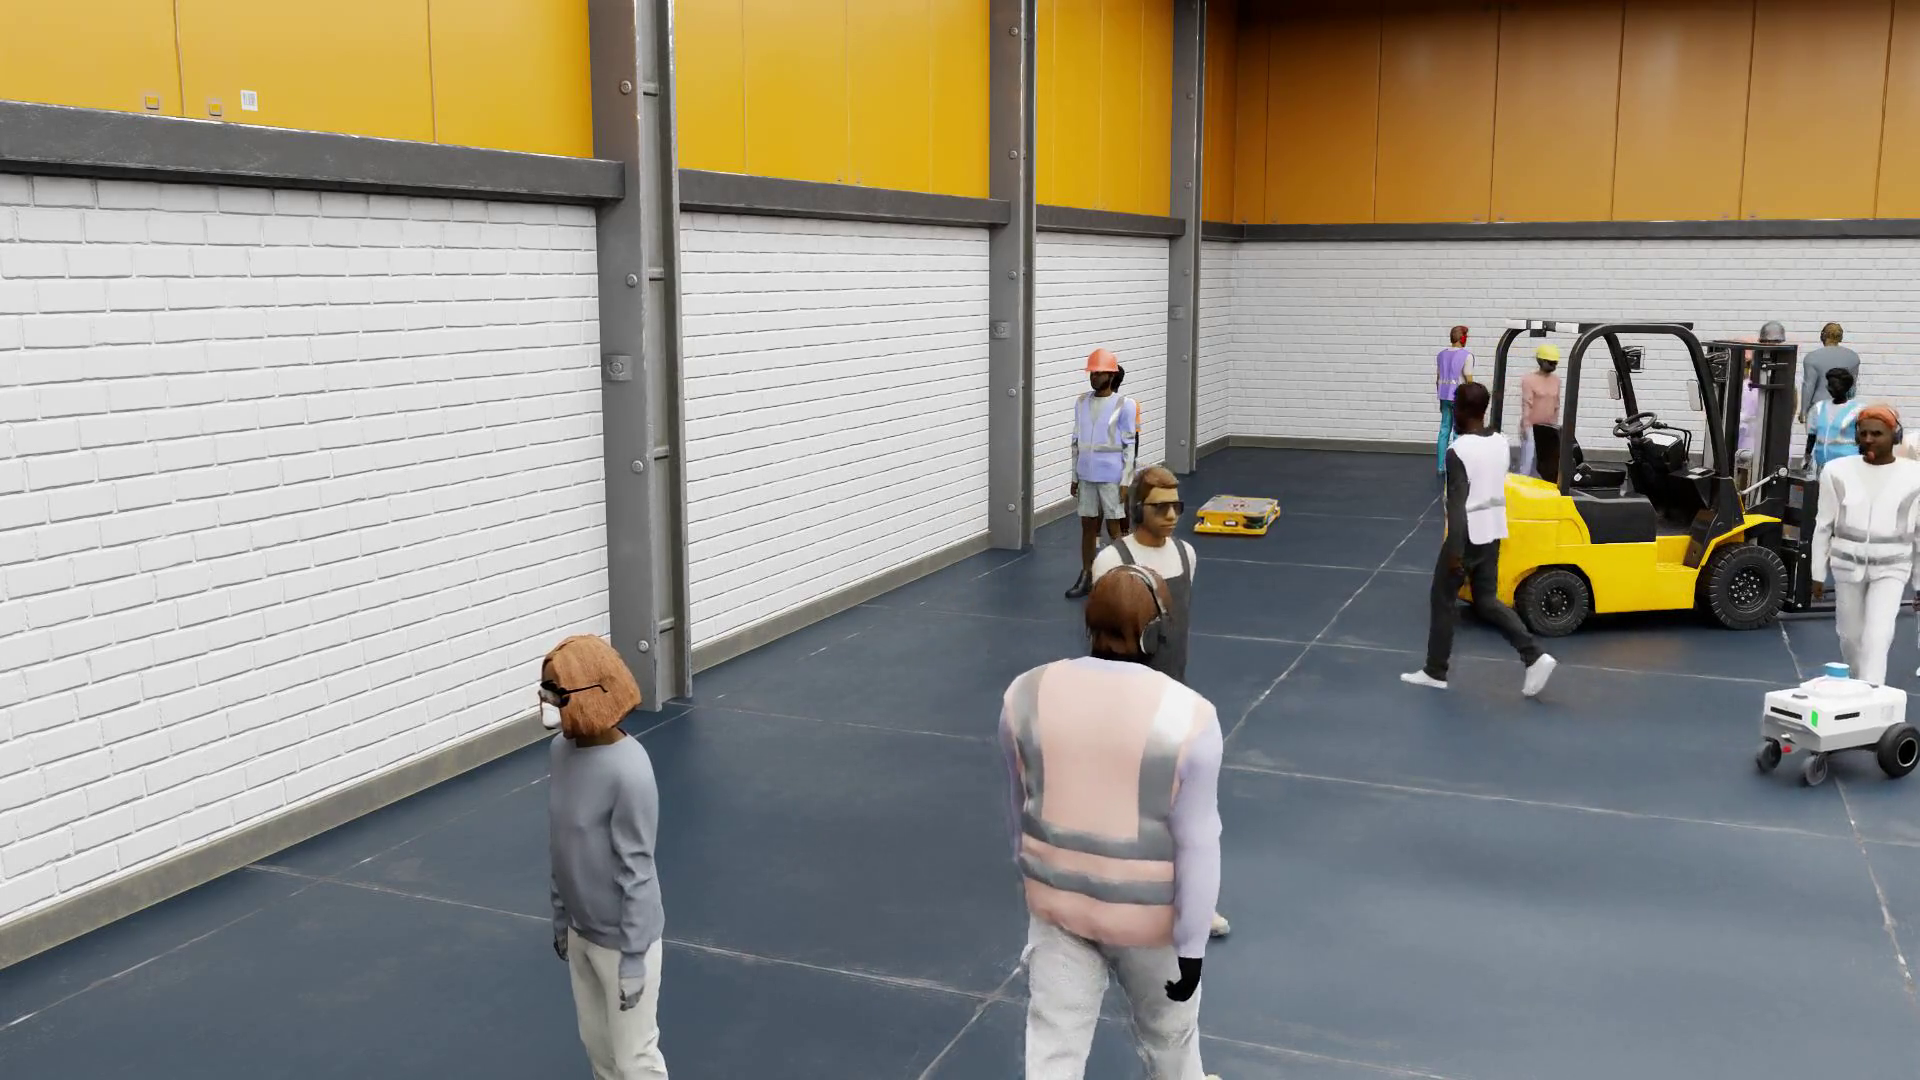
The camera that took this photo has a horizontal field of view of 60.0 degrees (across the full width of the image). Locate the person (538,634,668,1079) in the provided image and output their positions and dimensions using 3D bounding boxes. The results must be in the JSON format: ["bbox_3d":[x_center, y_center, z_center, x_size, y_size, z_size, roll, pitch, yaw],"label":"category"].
[{"bbox_3d":[-0.936,1.044,4.378,0.280,1.624,0.494,-8,12,-39],"label":"person"}]

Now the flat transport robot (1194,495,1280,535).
[{"bbox_3d":[2.738,-0.255,16.340,0.652,0.197,1.431,3,10,17],"label":"flat transport robot"}]

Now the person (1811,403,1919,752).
[{"bbox_3d":[4.975,0.161,9.081,0.574,1.851,0.957,7,12,38],"label":"person"}]

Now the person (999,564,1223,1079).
[{"bbox_3d":[0.441,0.944,4.463,0.627,1.799,0.932,4,10,25],"label":"person"}]

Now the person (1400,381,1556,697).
[{"bbox_3d":[3.118,0.003,9.914,0.602,1.892,0.861,-9,13,-43],"label":"person"}]

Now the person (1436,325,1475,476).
[{"bbox_3d":[5.996,-1.673,20.162,0.389,1.849,0.567,-5,11,-29],"label":"person"}]

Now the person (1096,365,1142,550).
[{"bbox_3d":[1.372,-0.748,15.035,0.529,1.691,0.318,-1,9,-4],"label":"person"}]

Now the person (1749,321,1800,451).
[{"bbox_3d":[8.186,-1.241,16.960,0.694,2.000,0.668,0,9,3],"label":"person"}]

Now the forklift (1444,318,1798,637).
[{"bbox_3d":[4.706,-0.497,11.990,2.313,2.155,1.214,-2,10,-10],"label":"forklift"}]

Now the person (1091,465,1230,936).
[{"bbox_3d":[0.718,0.589,6.640,0.527,1.802,0.987,-5,11,-28],"label":"person"}]

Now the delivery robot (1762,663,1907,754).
[{"bbox_3d":[4.418,0.865,8.406,0.707,0.478,0.477,-4,10,-24],"label":"delivery robot"}]

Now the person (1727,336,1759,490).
[{"bbox_3d":[6.371,-0.671,13.673,1.052,1.994,0.628,2,10,13],"label":"person"}]

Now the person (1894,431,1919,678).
[{"bbox_3d":[5.924,-0.027,10.082,0.603,1.877,0.960,9,13,42],"label":"person"}]

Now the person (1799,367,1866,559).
[{"bbox_3d":[7.648,-0.671,14.605,0.520,1.678,0.535,-4,10,-24],"label":"person"}]

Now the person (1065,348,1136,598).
[{"bbox_3d":[1.074,-0.495,12.741,0.542,1.942,0.350,7,11,35],"label":"person"}]

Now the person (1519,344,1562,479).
[{"bbox_3d":[6.093,-1.176,17.460,0.544,1.747,0.502,-3,10,-16],"label":"person"}]

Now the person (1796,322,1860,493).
[{"bbox_3d":[9.738,-1.477,18.701,0.631,1.940,0.372,-1,9,-5],"label":"person"}]
